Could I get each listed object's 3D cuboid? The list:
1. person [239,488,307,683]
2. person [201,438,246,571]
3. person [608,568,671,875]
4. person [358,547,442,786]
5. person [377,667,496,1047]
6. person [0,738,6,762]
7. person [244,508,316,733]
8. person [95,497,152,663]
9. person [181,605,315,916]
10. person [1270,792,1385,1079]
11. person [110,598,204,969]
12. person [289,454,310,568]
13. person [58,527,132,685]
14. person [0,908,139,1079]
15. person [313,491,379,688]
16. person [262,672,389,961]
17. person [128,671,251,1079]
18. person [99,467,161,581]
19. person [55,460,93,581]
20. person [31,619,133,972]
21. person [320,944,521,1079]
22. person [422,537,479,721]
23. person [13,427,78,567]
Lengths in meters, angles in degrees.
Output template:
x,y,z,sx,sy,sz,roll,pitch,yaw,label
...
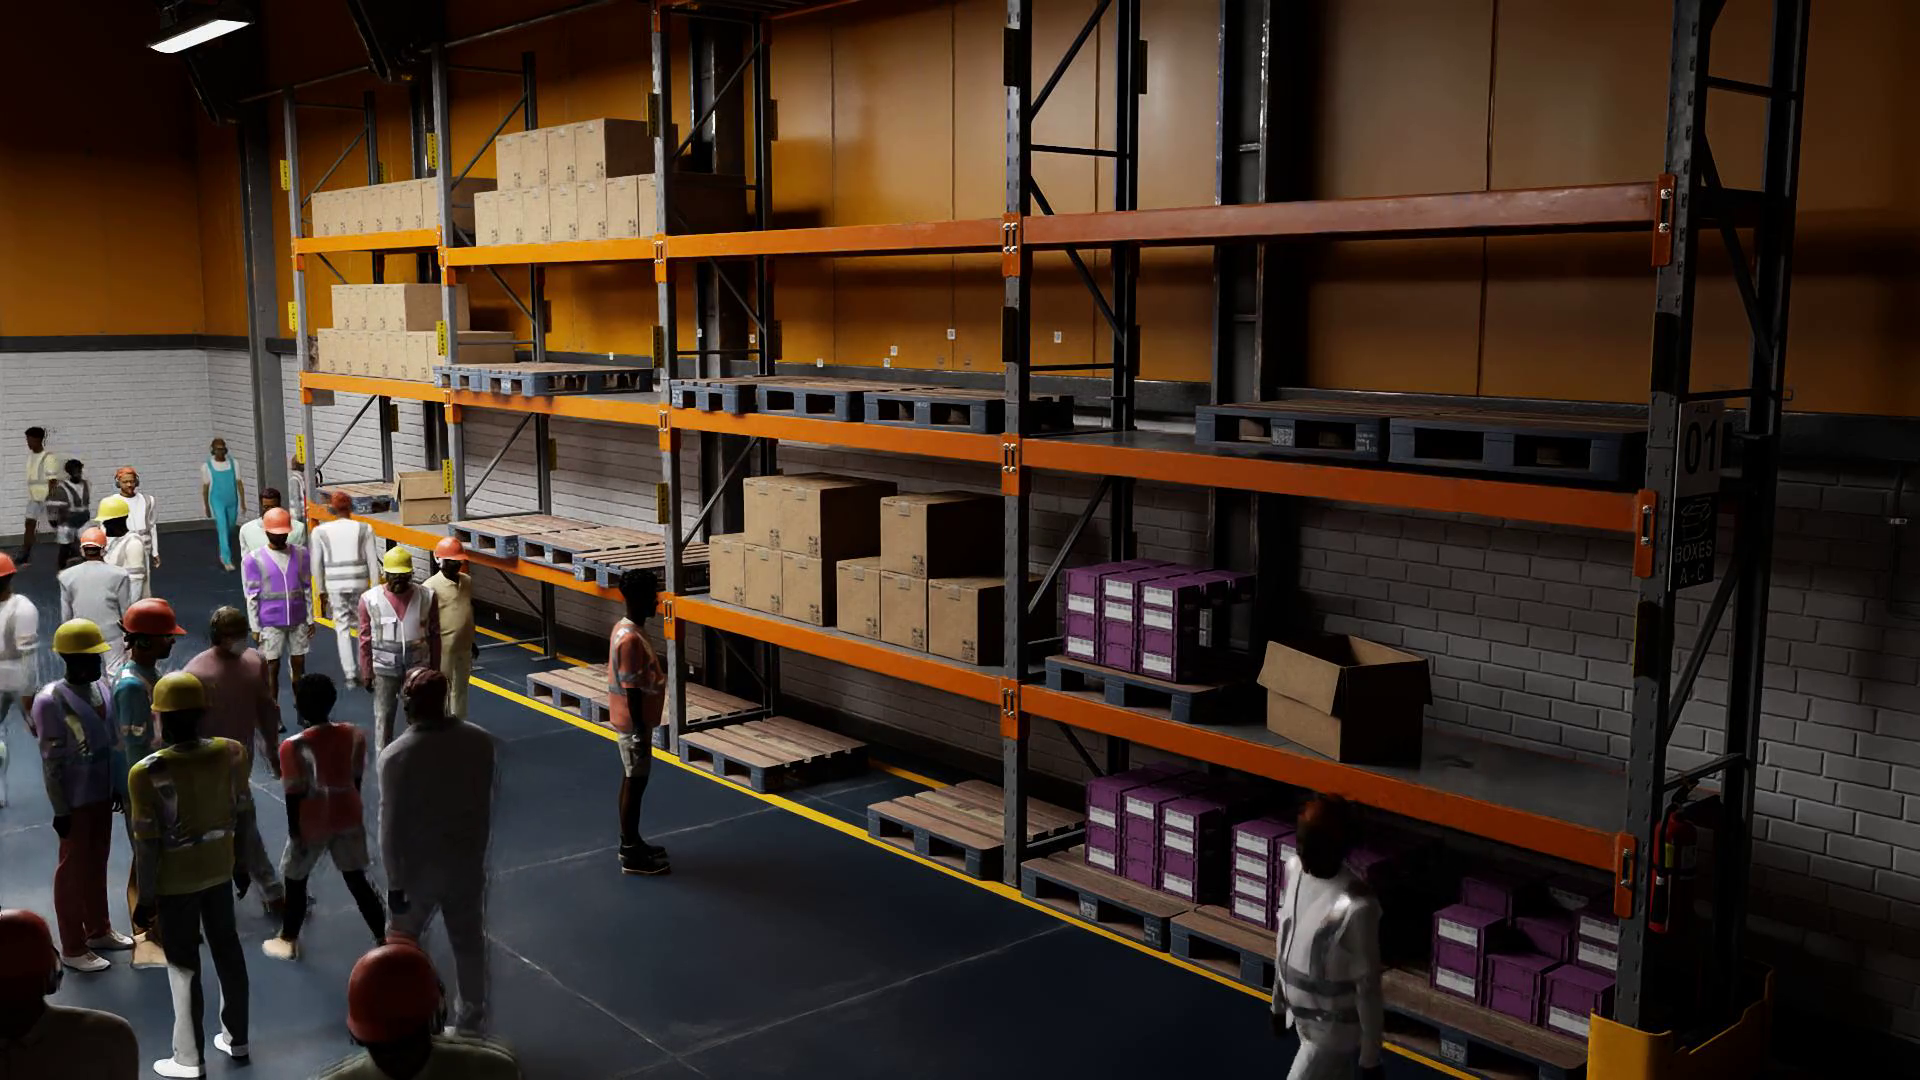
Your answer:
x,y,z,sx,sy,sz,roll,pitch,yaw,label
-6.434,0.453,15.651,0.590,1.912,0.390,-3,9,-19,person
-10.079,-0.510,22.717,0.510,1.809,0.895,-7,11,-40,person
-2.060,1.144,10.646,0.361,1.963,0.614,-2,8,-13,person
-4.206,0.948,12.529,0.590,1.824,0.404,-4,9,-25,person
-2.575,1.547,8.099,0.619,1.887,0.667,7,11,41,person
-6.745,1.119,11.233,0.494,1.845,0.573,1,8,8,person
-5.730,0.677,14.065,0.550,1.923,0.391,-7,11,-42,person
-7.474,0.559,14.898,0.416,1.915,0.599,-7,11,-42,person
-4.350,1.302,9.900,1.031,1.878,0.632,2,9,16,person
1.473,1.828,6.358,0.952,1.845,0.583,-2,8,-15,person
-4.431,1.326,9.163,0.404,2.035,0.606,-3,9,-17,person
-8.721,-0.331,22.050,0.309,1.637,0.524,-1,8,-5,person
-7.288,0.762,14.085,0.563,1.742,0.360,-2,8,-12,person
-2.623,1.990,4.715,0.621,1.985,0.408,-3,9,-23,person
-5.867,0.451,15.920,0.580,1.842,0.918,-3,9,-20,person
-3.447,1.531,9.054,0.883,1.646,0.540,6,10,35,person
-3.621,1.569,7.833,0.369,1.925,0.594,5,10,31,person
-8.885,0.152,17.828,0.337,1.882,0.584,8,11,43,person
-11.319,-0.221,21.284,0.926,1.620,0.540,4,9,28,person
-4.798,1.380,9.145,0.369,1.928,0.585,0,8,3,person
-1.458,2.028,4.478,0.640,1.970,0.438,-3,9,-19,person
-4.110,0.839,13.502,0.333,1.749,0.574,4,9,23,person
-12.730,-0.608,23.015,0.628,1.923,0.913,4,9,28,person
